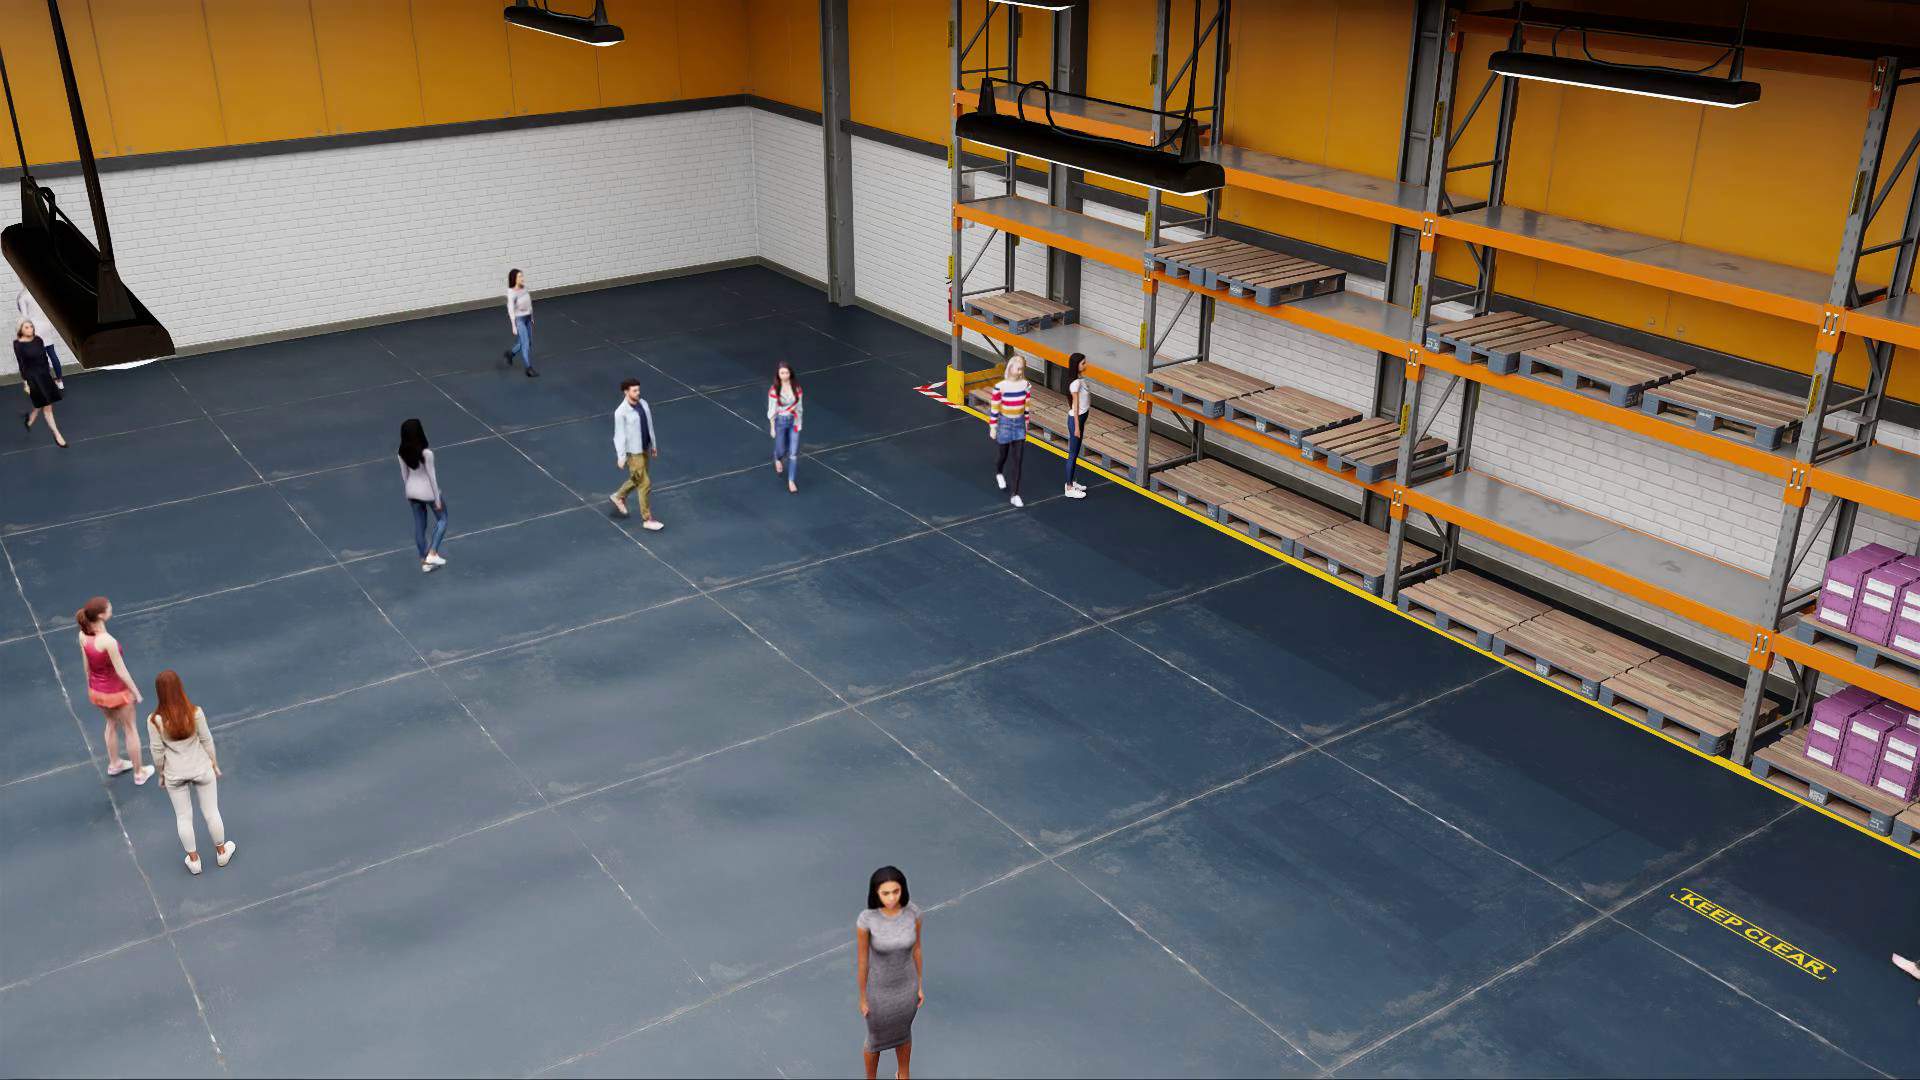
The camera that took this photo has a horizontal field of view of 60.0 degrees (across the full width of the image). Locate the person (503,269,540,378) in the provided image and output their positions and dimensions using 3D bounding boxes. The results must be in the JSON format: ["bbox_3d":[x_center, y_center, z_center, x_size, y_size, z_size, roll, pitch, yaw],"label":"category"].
[{"bbox_3d":[-6.455,-3.170,24.269,0.994,1.612,0.875,10,25,21],"label":"person"}]

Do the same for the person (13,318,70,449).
[{"bbox_3d":[-11.982,-2.036,21.533,1.075,1.725,0.907,10,25,21],"label":"person"}]

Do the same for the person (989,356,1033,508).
[{"bbox_3d":[0.579,-1.345,19.910,0.982,1.760,1.281,-5,24,-12],"label":"person"}]

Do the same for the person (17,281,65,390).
[{"bbox_3d":[-13.075,-2.978,23.625,0.708,1.776,0.691,9,25,20],"label":"person"}]

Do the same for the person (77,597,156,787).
[{"bbox_3d":[-7.106,1.289,13.901,0.717,1.745,0.810,7,25,17],"label":"person"}]

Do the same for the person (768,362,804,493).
[{"bbox_3d":[-2.120,-1.414,20.272,0.760,1.596,0.958,-7,25,-16],"label":"person"}]

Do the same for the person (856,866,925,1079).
[{"bbox_3d":[-0.439,2.809,10.380,0.633,1.781,0.596,-8,25,-19],"label":"person"}]

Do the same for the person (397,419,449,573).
[{"bbox_3d":[-5.834,-0.440,17.884,0.726,1.723,0.812,8,25,18],"label":"person"}]

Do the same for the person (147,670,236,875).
[{"bbox_3d":[-5.944,1.783,12.812,0.652,1.713,0.622,-9,25,-20],"label":"person"}]

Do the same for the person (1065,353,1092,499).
[{"bbox_3d":[1.395,-1.394,20.002,0.722,1.775,0.661,4,24,9],"label":"person"}]

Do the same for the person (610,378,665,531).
[{"bbox_3d":[-3.784,-1.016,19.124,1.199,1.786,1.013,11,26,23],"label":"person"}]
